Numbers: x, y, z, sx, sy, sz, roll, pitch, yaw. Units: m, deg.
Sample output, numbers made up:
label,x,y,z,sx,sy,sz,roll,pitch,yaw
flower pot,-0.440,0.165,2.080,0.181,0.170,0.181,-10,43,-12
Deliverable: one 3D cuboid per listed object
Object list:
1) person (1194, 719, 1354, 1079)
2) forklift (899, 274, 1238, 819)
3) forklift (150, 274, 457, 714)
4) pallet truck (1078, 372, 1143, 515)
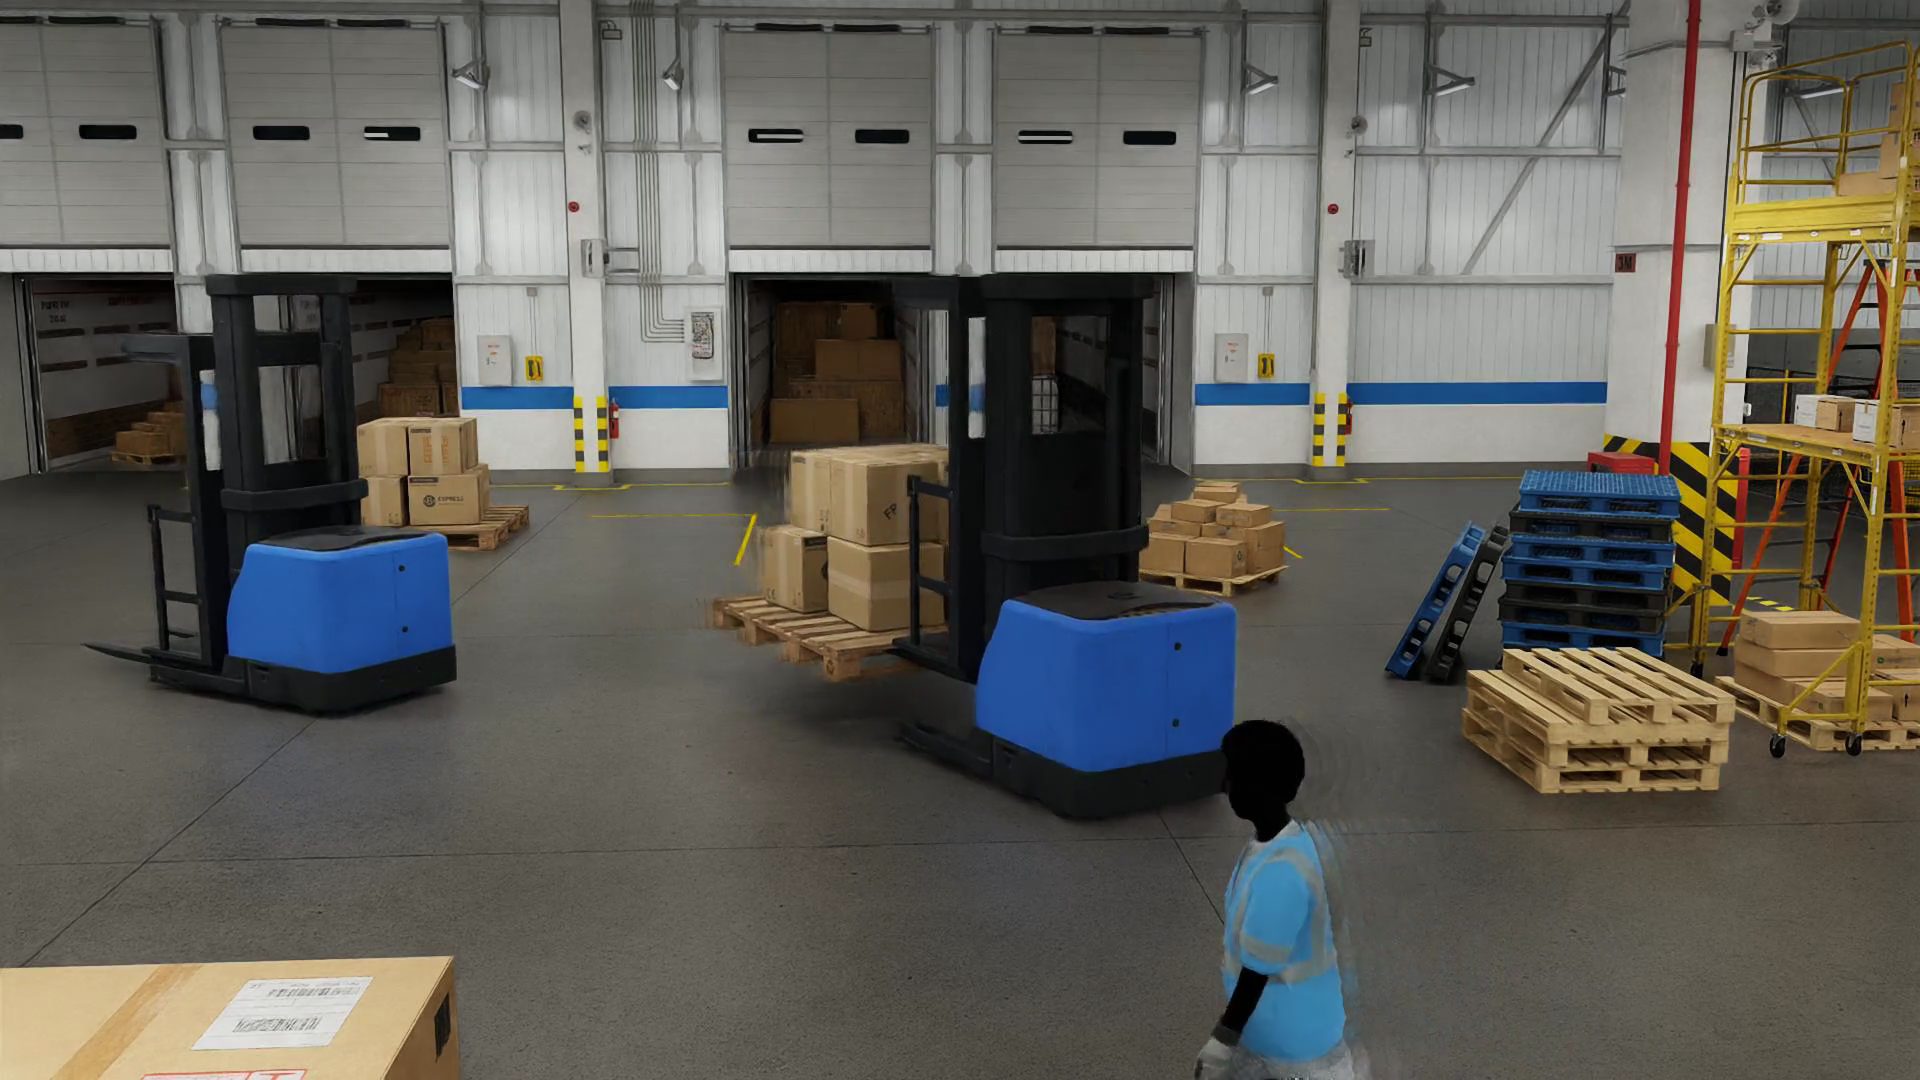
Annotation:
label,x,y,z,sx,sy,sz,roll,pitch,yaw
person,0.870,1.295,4.512,0.919,1.635,0.511,0,9,1
forklift,0.593,-0.076,9.222,1.129,2.768,1.873,-5,11,-31
forklift,-4.457,-0.386,11.173,1.873,2.768,1.129,5,11,31
pallet truck,2.088,-0.836,16.757,1.885,1.965,0.823,2,9,13
